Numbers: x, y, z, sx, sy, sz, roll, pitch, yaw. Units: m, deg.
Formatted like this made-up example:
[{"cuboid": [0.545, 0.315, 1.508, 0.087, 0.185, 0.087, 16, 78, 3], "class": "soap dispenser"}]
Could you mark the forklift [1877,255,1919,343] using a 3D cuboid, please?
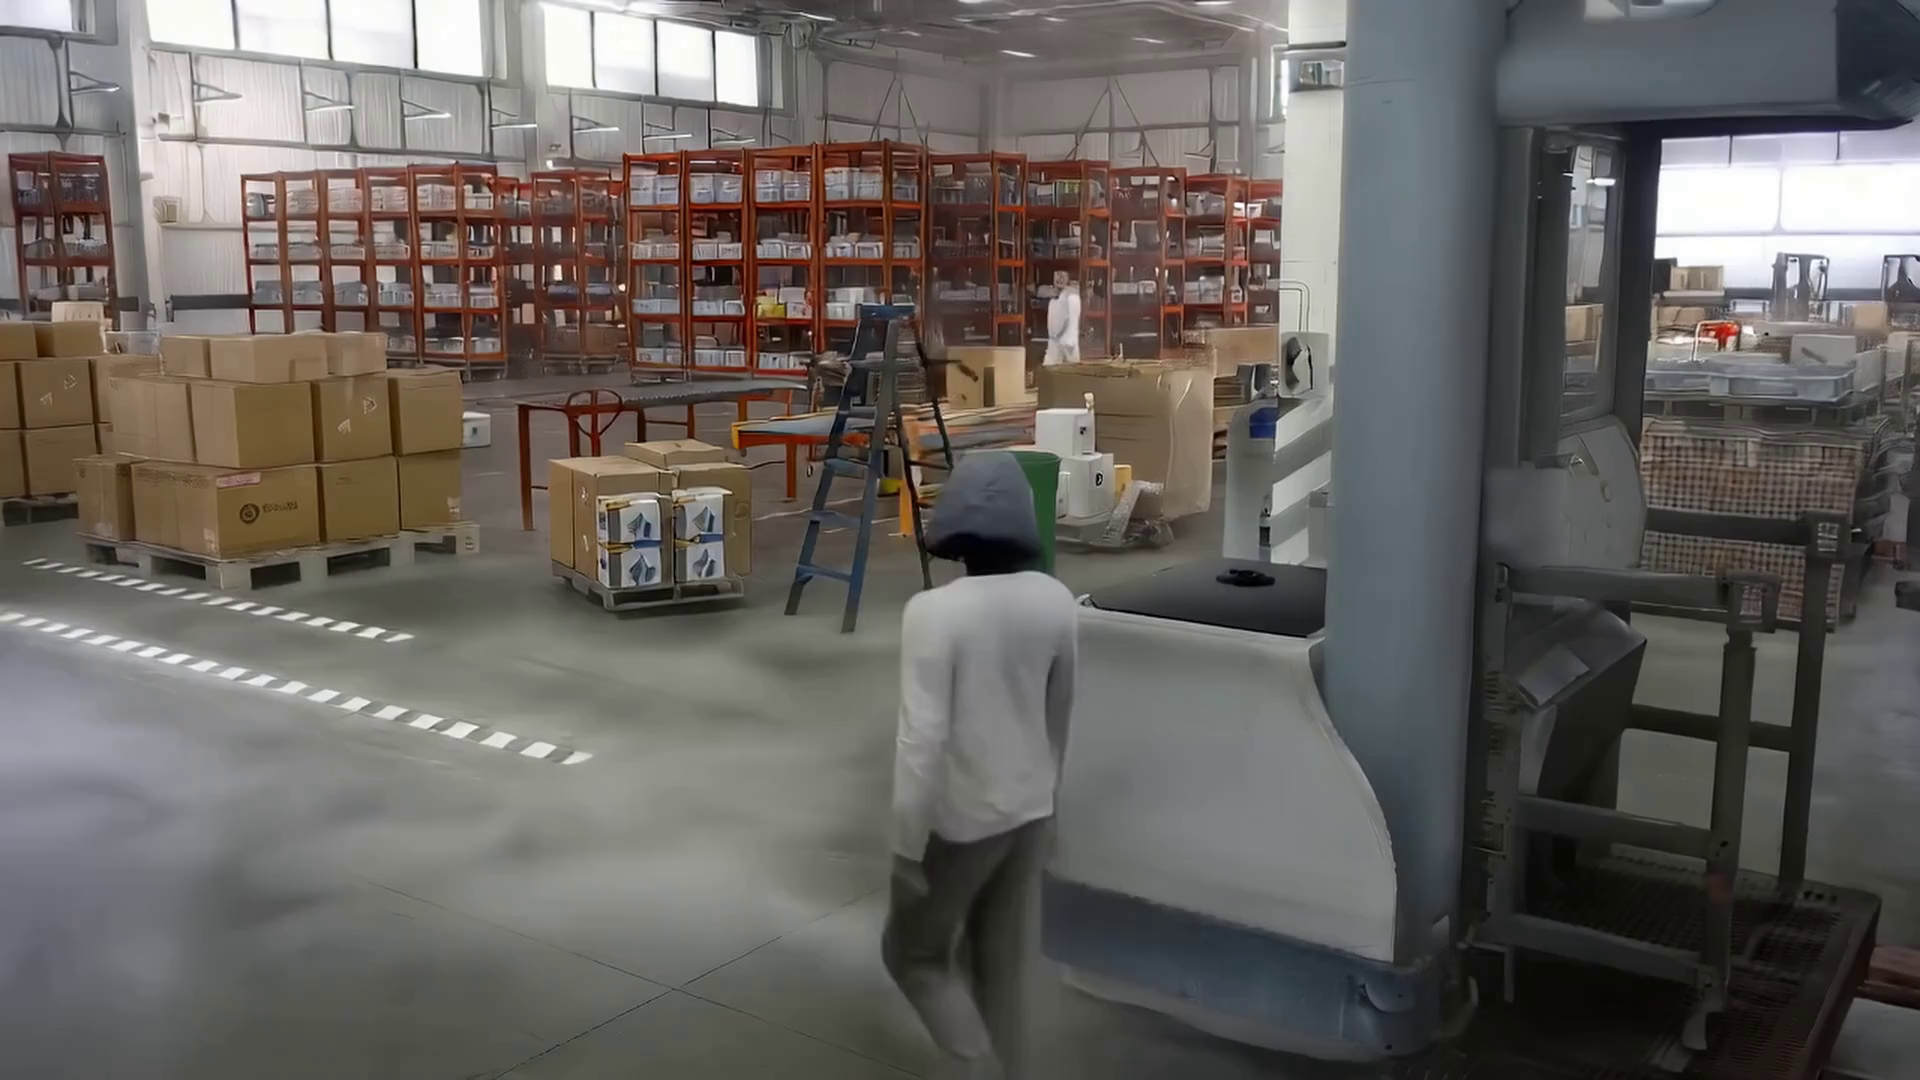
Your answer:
[{"cuboid": [22.089, -5.634, 38.796, 1.157, 1.987, 2.680, 6, 11, 33], "class": "forklift"}]

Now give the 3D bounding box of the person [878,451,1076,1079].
[{"cuboid": [0.044, 0.613, 3.641, 0.519, 1.612, 0.374, -9, 13, -44], "class": "person"}]

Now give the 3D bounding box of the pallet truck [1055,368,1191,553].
[{"cuboid": [0.845, -0.609, 11.869, 1.630, 1.274, 0.653, 7, 12, 35], "class": "pallet truck"}]

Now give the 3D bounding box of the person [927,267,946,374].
[{"cuboid": [-0.582, -3.940, 29.784, 1.018, 1.938, 0.642, 6, 11, 31], "class": "person"}]

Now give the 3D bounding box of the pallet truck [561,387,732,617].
[{"cuboid": [-1.981, -0.274, 10.088, 0.680, 1.201, 1.601, -5, 11, -28], "class": "pallet truck"}]

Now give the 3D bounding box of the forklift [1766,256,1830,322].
[{"cuboid": [20.253, -5.854, 40.139, 1.157, 1.987, 2.680, 7, 12, 35], "class": "forklift"}]

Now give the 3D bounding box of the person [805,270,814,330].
[{"cuboid": [-2.789, -4.212, 31.715, 0.395, 1.841, 0.564, 0, 10, -1], "class": "person"}]

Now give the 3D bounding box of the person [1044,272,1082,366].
[{"cuboid": [1.335, -2.733, 22.836, 0.960, 1.855, 0.673, -6, 11, -32], "class": "person"}]

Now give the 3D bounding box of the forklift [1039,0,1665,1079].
[{"cuboid": [1.249, -0.137, 4.360, 1.873, 2.768, 1.129, 7, 12, 35], "class": "forklift"}]
